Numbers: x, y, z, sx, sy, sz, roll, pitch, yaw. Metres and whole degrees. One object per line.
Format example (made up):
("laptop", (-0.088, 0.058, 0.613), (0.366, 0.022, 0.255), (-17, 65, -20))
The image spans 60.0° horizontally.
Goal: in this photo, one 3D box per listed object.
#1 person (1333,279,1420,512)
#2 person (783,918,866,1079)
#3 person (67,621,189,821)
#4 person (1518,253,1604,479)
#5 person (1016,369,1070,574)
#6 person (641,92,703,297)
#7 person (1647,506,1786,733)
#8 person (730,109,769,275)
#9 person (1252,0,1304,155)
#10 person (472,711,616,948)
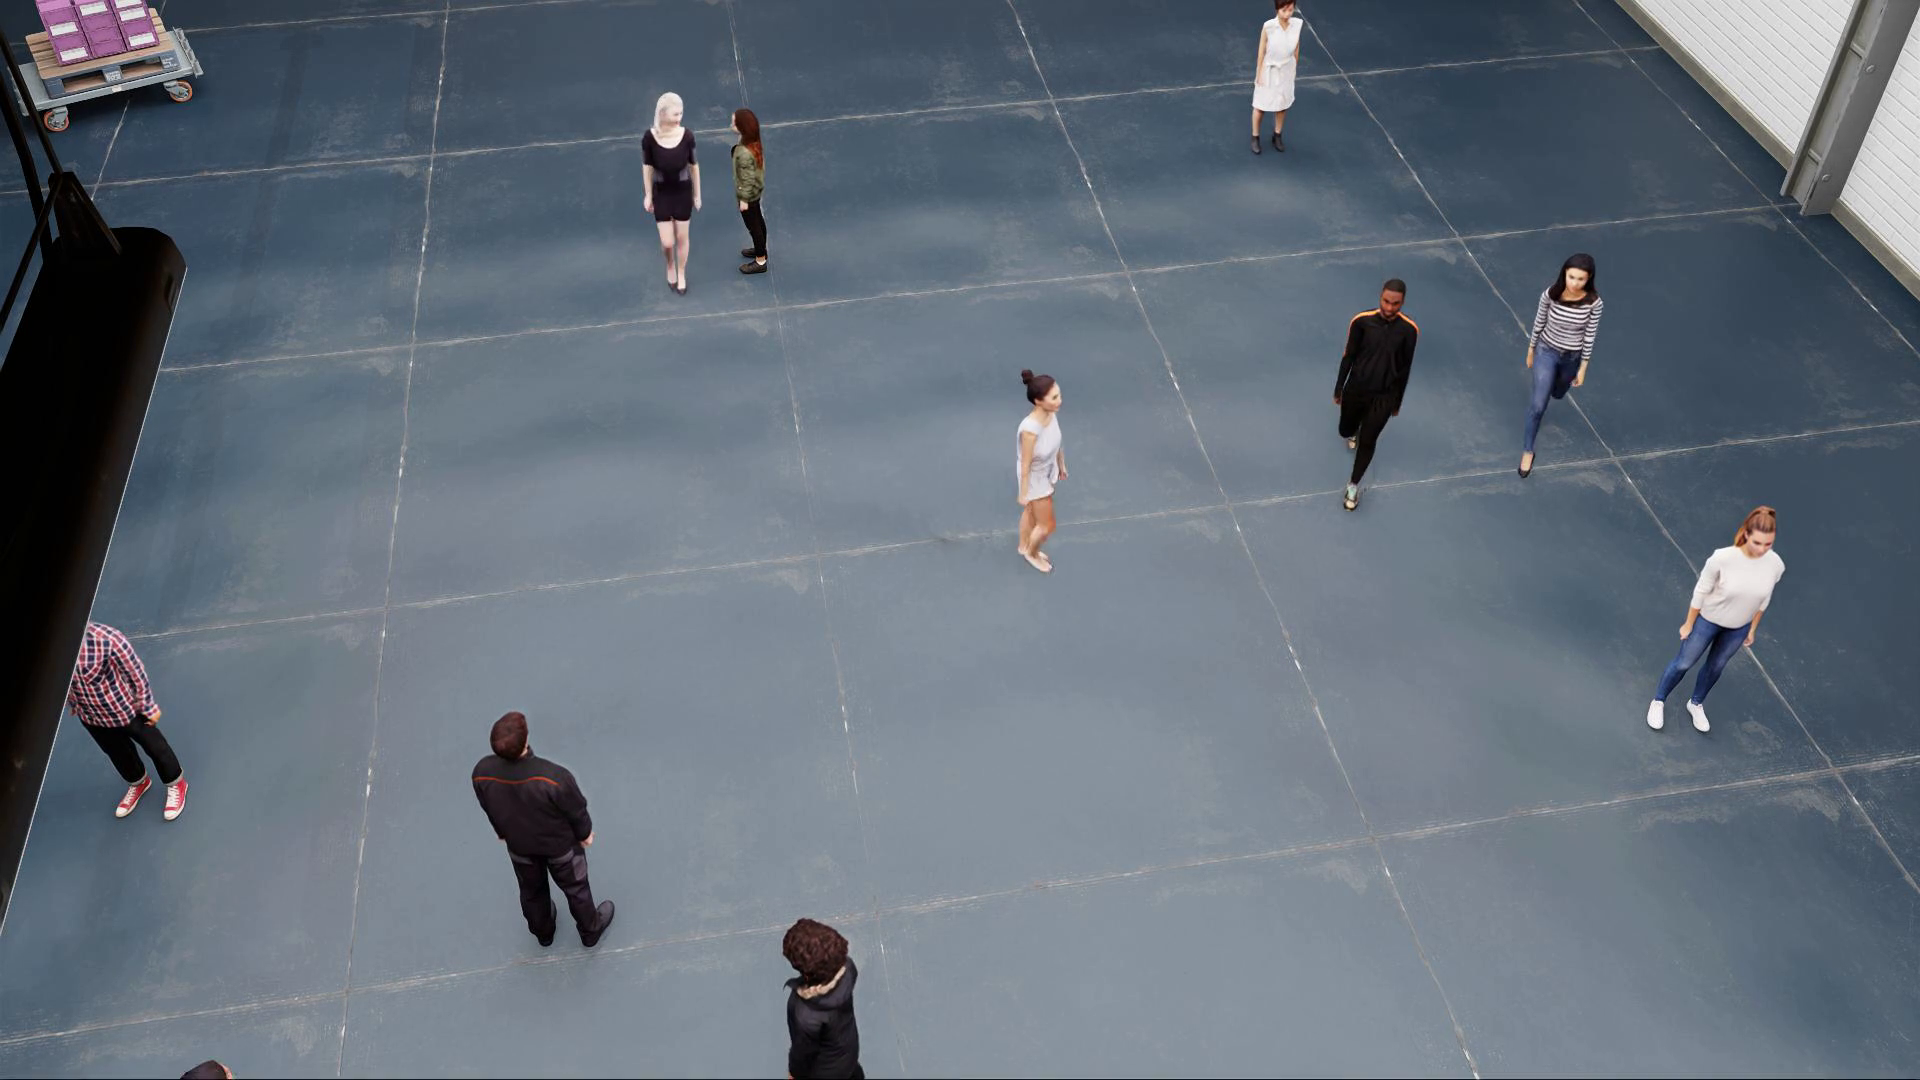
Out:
("person", (2.891, -1.097, 11.668), (0.923, 1.792, 1.112), (11, 45, 12))
("person", (-0.633, 2.420, 7.990), (0.781, 1.772, 0.677), (13, 45, 13))
("person", (-4.884, 0.926, 9.567), (0.752, 1.760, 0.692), (4, 44, 4))
("person", (4.286, -1.318, 11.927), (0.906, 1.755, 1.191), (11, 45, 12))
("person", (0.450, -0.467, 11.146), (0.756, 1.599, 0.676), (18, 47, 18))
("person", (-2.322, -2.815, 13.460), (0.637, 1.806, 0.613), (-8, 44, -9))
("person", (4.589, 0.493, 10.051), (0.660, 1.720, 0.618), (3, 44, 4))
("person", (-1.743, -2.907, 13.797), (0.670, 1.476, 0.500), (0, 44, 0))
("person", (2.886, -4.269, 15.170), (0.556, 1.554, 0.506), (-7, 44, -8))
("person", (-2.229, 1.567, 8.838), (0.770, 1.838, 0.664), (3, 44, 3))
